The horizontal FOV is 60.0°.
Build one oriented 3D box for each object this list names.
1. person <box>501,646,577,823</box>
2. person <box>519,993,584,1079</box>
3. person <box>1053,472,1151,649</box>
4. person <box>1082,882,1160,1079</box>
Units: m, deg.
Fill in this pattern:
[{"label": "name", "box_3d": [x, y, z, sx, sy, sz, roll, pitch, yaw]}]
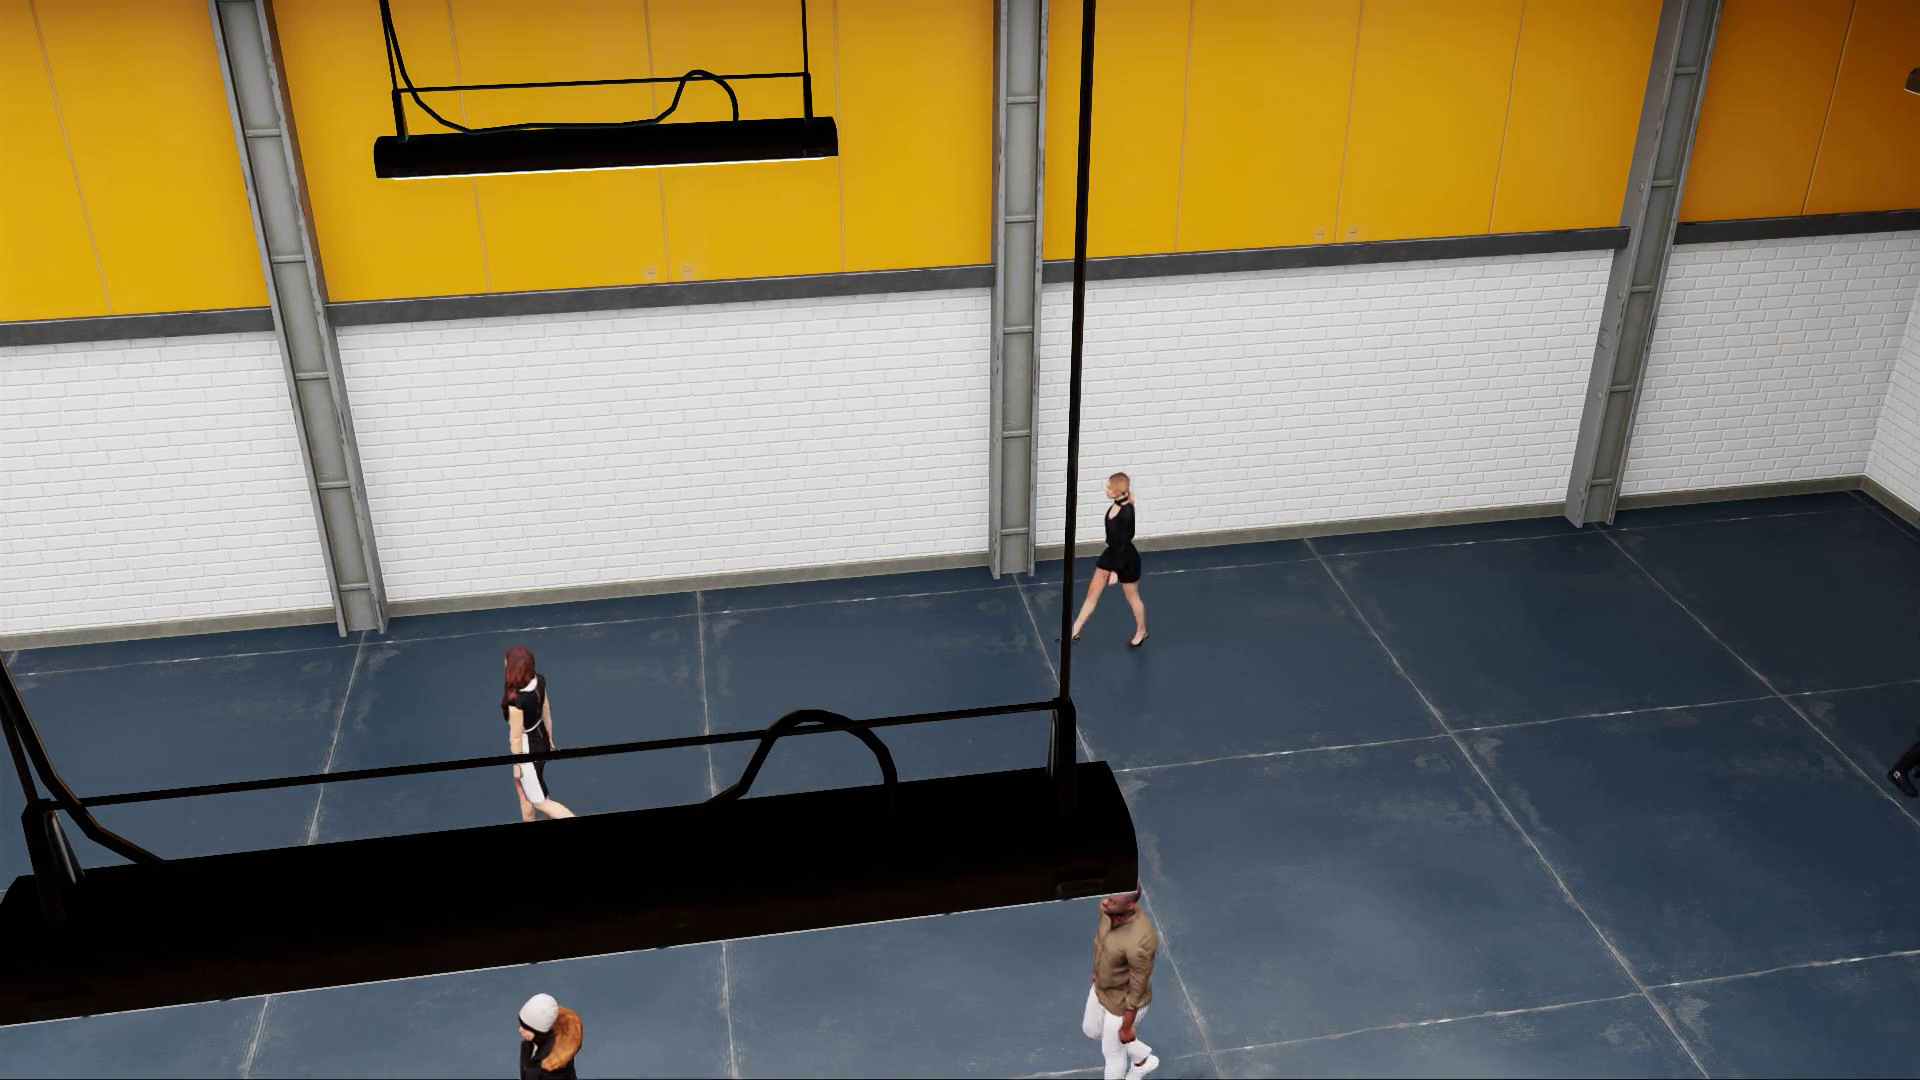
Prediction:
[{"label": "person", "box_3d": [-2.973, 1.567, 11.839, 1.136, 1.769, 0.869, 7, 29, 12]}, {"label": "person", "box_3d": [-2.148, 3.125, 9.143, 0.971, 1.614, 0.776, -13, 31, -22]}, {"label": "person", "box_3d": [1.461, 0.221, 14.350, 1.098, 1.726, 0.644, -7, 29, -12]}, {"label": "person", "box_3d": [1.000, 2.659, 9.788, 0.835, 1.815, 0.789, -9, 30, -15]}]
